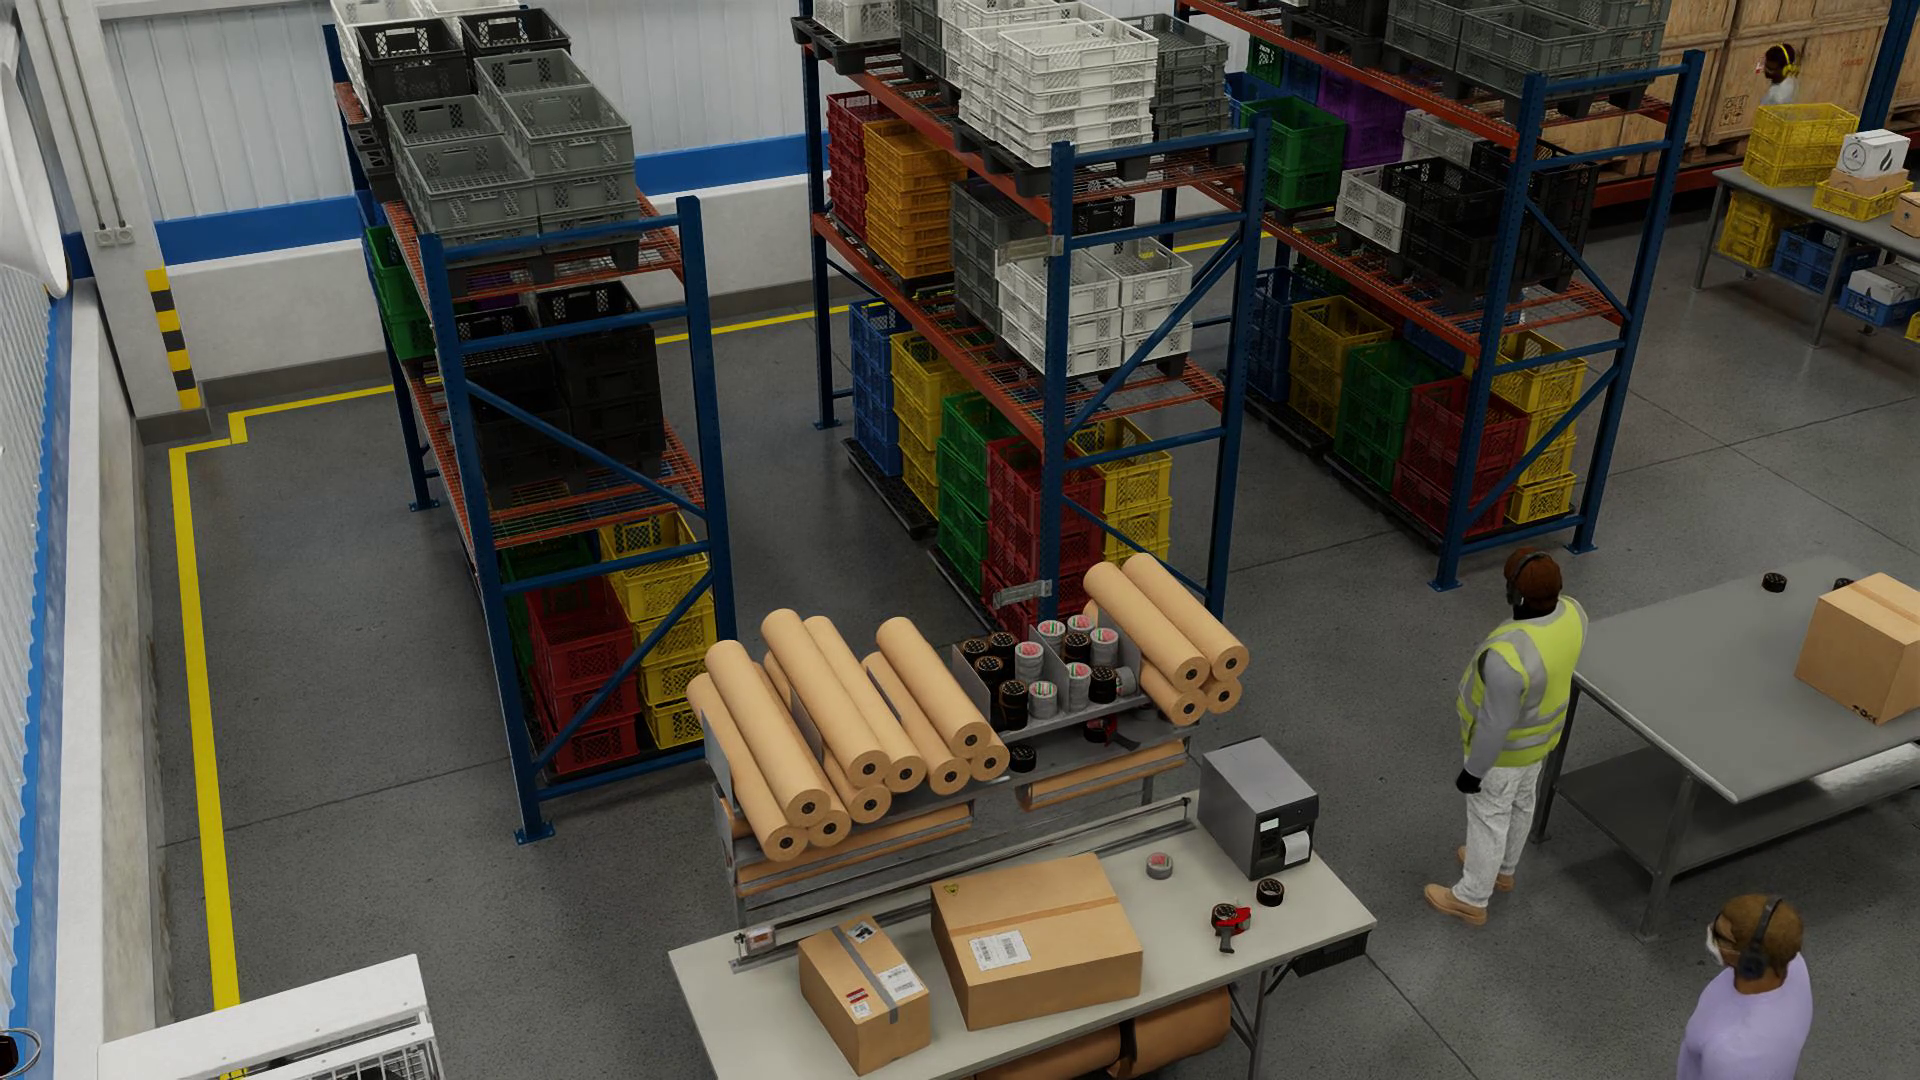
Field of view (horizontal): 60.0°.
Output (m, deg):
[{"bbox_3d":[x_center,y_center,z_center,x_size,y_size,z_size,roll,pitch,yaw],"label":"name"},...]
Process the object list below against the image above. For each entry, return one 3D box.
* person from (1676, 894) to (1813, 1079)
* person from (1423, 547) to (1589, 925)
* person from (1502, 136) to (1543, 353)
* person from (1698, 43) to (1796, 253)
[{"bbox_3d":[2.396,1.891,5.309,0.371,1.931,0.624,21,37,30],"label":"person"},{"bbox_3d":[2.317,0.841,7.096,0.624,1.841,0.430,-27,41,-37],"label":"person"},{"bbox_3d":[3.776,-1.893,11.493,0.572,1.883,0.355,-21,37,-30],"label":"person"},{"bbox_3d":[6.617,-3.147,13.581,0.662,1.833,0.553,14,34,22],"label":"person"}]
